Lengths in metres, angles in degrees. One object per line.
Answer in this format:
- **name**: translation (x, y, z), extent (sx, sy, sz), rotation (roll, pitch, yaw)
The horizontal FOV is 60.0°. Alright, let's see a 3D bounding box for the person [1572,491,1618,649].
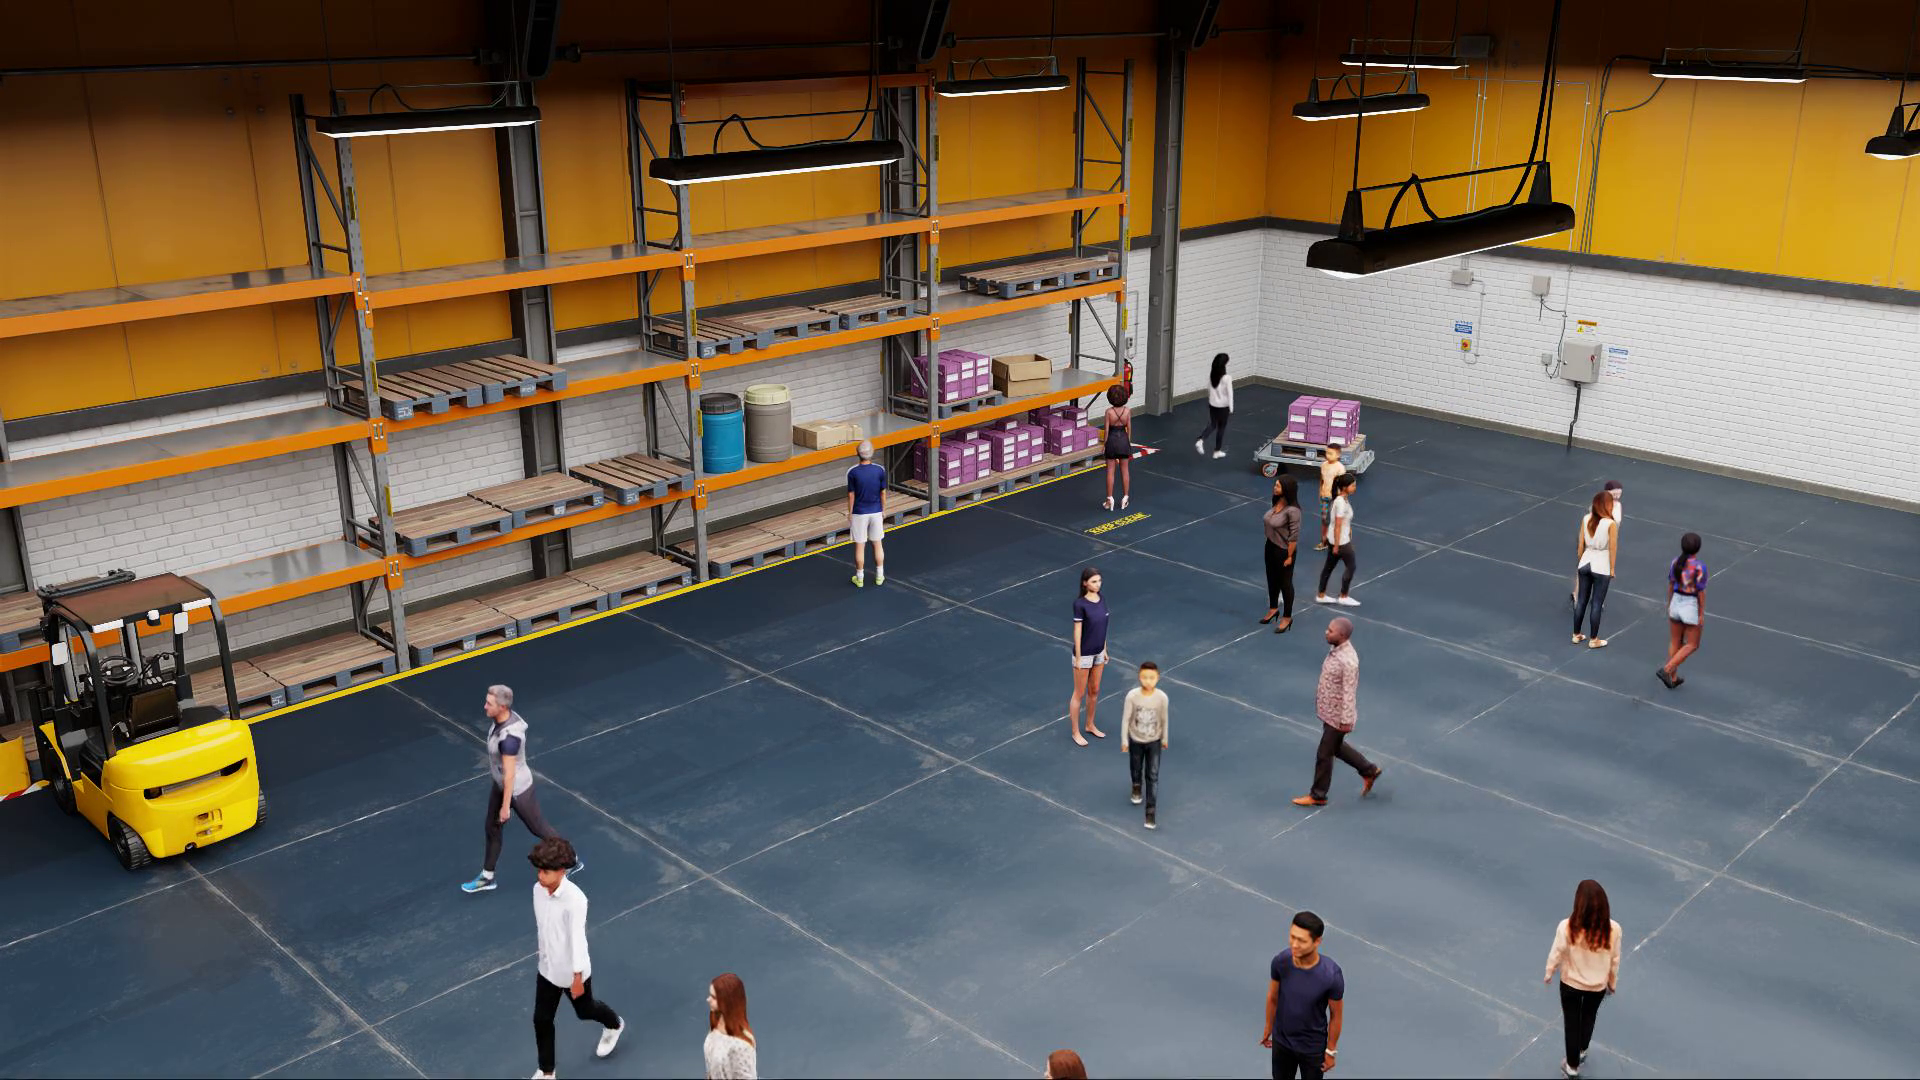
- **person**: translation (7.034, 0.323, 18.442), extent (0.552, 1.782, 0.616), rotation (-14, 23, -36)

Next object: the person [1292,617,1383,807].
- **person**: translation (3.449, 1.539, 14.823), extent (1.170, 1.787, 1.113), rotation (0, 19, 0)

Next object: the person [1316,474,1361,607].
- **person**: translation (4.384, 0.008, 19.626), extent (0.859, 1.623, 0.808), rotation (1, 19, 3)

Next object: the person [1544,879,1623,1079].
- **person**: translation (4.164, 2.970, 11.069), extent (0.777, 1.471, 0.840), rotation (2, 19, 5)

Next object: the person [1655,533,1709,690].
- **person**: translation (7.440, 0.773, 17.189), extent (0.860, 1.728, 0.708), rotation (-11, 21, -29)

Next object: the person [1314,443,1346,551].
- **person**: translation (4.830, -0.553, 21.551), extent (0.475, 1.457, 0.510), rotation (-17, 25, -41)

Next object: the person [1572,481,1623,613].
- **person**: translation (7.443, 0.080, 19.395), extent (0.683, 1.634, 0.749), rotation (-8, 20, -22)

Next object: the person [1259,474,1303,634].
- **person**: translation (3.661, 0.134, 18.907), extent (0.736, 1.842, 0.734), rotation (-7, 20, -20)

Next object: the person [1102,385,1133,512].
- **person**: translation (2.199, -1.296, 23.239), extent (0.628, 1.789, 0.717), rotation (-4, 19, -12)

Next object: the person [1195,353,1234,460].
- **person**: translation (3.928, -2.043, 25.627), extent (0.807, 1.681, 0.665), rotation (-15, 24, -38)

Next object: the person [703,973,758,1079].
- **person**: translation (-1.235, 3.289, 9.771), extent (1.204, 1.693, 0.840), rotation (-9, 20, -24)

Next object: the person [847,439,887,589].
- **person**: translation (-1.134, -0.334, 20.303), extent (0.662, 1.839, 0.780), rotation (-5, 19, -16)

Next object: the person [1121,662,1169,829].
- **person**: translation (1.638, 1.747, 14.761), extent (0.956, 1.432, 1.067), rotation (2, 19, 5)

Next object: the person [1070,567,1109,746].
- **person**: translation (1.249, 1.102, 16.153), extent (0.474, 1.767, 0.639), rotation (-15, 24, -38)

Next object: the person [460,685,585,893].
- **person**: translation (-3.497, 2.010, 13.431), extent (1.300, 1.781, 0.966), rotation (-9, 20, -24)

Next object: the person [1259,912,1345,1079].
- **person**: translation (2.112, 3.074, 10.259), extent (0.676, 1.791, 0.560), rotation (14, 23, 35)

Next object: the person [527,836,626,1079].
- **person**: translation (-2.577, 2.795, 11.113), extent (0.783, 1.775, 1.161), rotation (12, 22, 31)
